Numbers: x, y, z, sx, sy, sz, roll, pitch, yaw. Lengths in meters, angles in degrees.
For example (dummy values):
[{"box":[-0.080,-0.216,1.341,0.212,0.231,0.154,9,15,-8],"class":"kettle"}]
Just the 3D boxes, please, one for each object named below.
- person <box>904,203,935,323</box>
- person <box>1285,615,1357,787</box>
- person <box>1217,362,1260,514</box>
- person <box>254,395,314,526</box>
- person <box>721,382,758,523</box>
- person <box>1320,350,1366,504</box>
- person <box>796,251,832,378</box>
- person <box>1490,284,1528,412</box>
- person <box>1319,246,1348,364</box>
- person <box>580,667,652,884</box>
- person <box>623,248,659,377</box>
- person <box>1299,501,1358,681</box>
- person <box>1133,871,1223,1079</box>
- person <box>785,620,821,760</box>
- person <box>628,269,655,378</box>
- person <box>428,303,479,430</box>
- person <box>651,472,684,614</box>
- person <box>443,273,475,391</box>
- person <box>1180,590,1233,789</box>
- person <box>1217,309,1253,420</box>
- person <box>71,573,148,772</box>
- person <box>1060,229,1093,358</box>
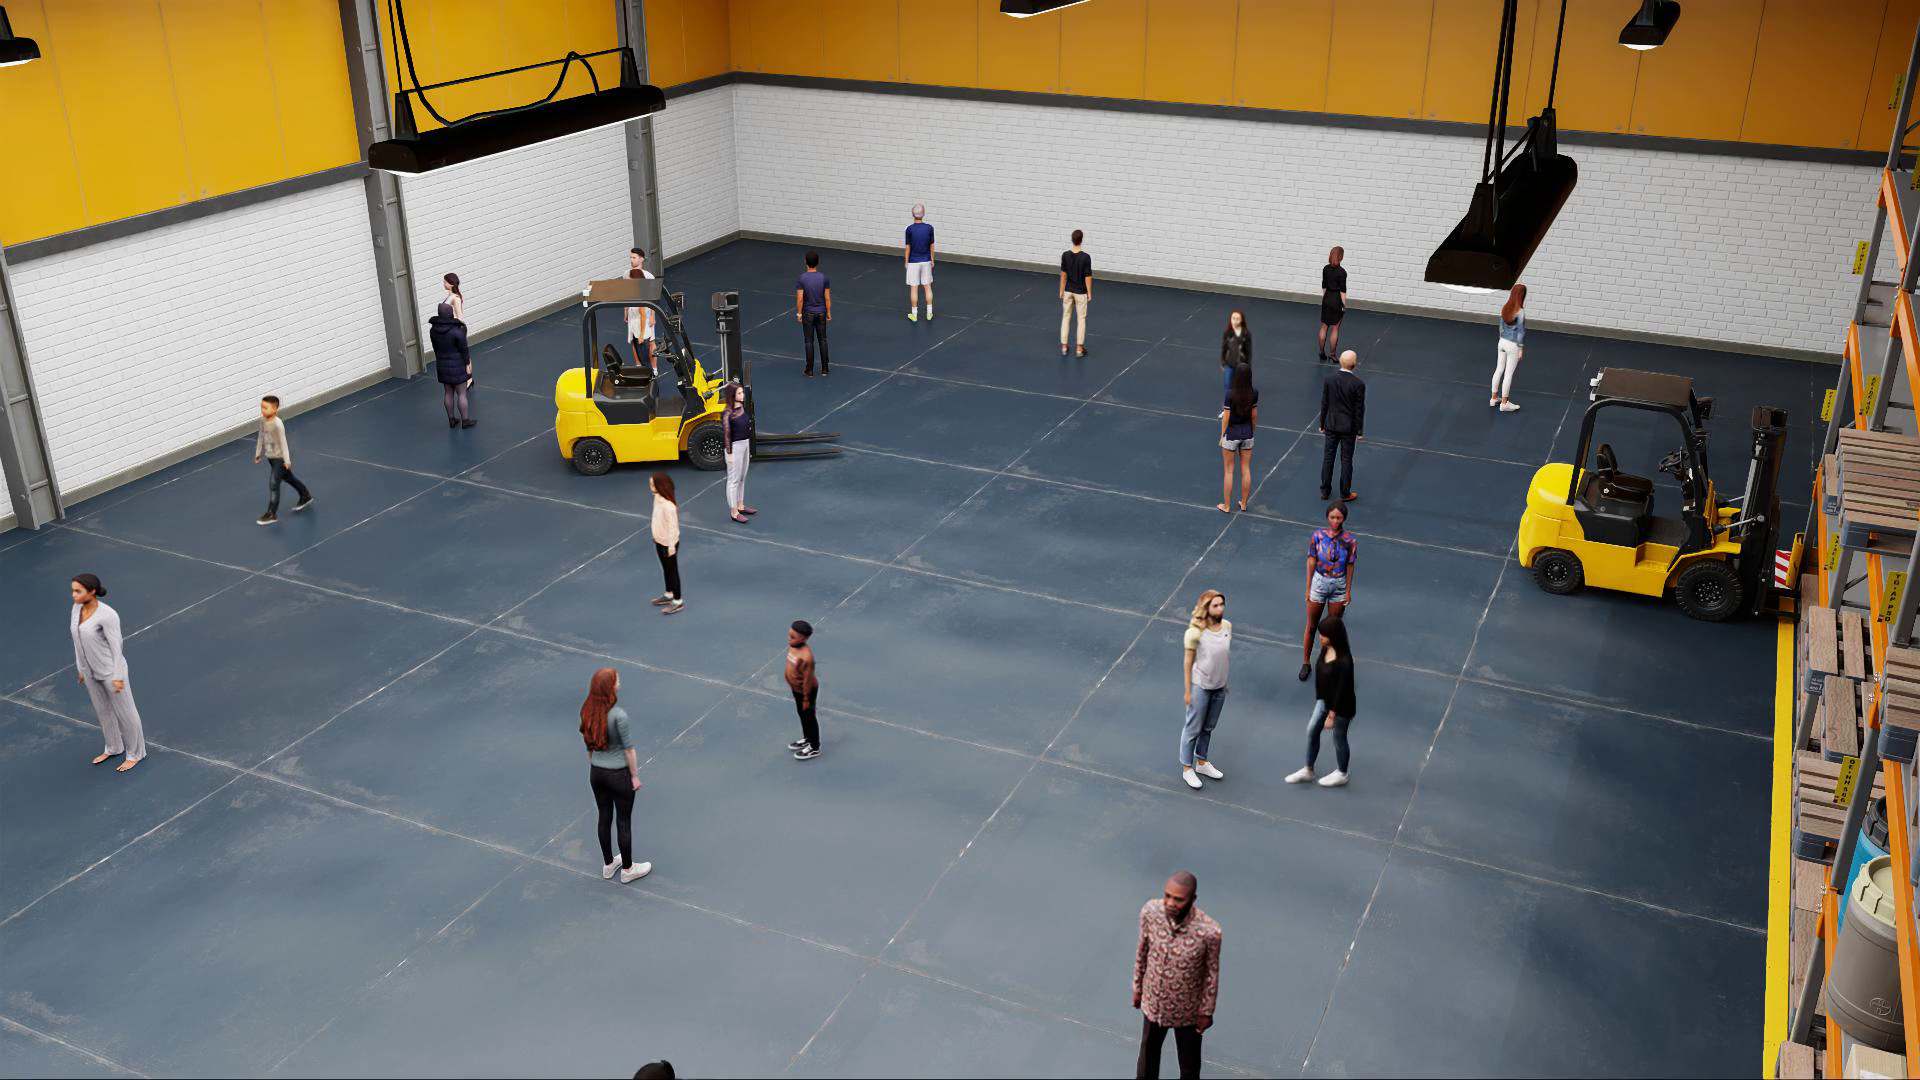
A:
[{"box":[-0.641,-4.369,26.135,0.706,1.836,0.755,-7,25,-16],"class":"person"},{"box":[3.103,1.297,13.451,0.897,1.613,0.837,-6,24,-13],"class":"person"},{"box":[3.160,-1.163,18.887,0.658,1.766,0.696,-5,24,-12],"class":"person"},{"box":[-7.659,-0.952,18.819,0.724,1.435,1.038,18,29,35],"class":"person"},{"box":[-2.489,-1.003,18.721,0.695,1.607,0.512,6,24,14],"class":"person"},{"box":[4.402,-1.319,19.202,0.704,1.800,0.629,15,28,31],"class":"person"},{"box":[-2.061,-3.198,23.511,0.710,1.793,0.754,-7,25,-15],"class":"person"},{"box":[7.341,-2.585,22.223,0.739,1.701,0.676,-8,25,-18],"class":"person"},{"box":[5.408,-3.419,24.124,0.650,1.706,0.656,-16,29,-33],"class":"person"},{"box":[-2.572,1.733,12.292,0.593,1.742,0.534,12,27,26],"class":"person"},{"box":[-4.496,-3.205,23.448,0.669,1.855,0.545,11,26,23],"class":"person"},{"box":[3.364,0.463,15.199,0.643,1.741,0.607,4,24,8],"class":"person"},{"box":[1.283,2.728,9.935,0.677,1.807,0.595,12,27,26],"class":"person"},{"box":[-1.304,1.246,14.019,0.625,1.253,0.584,-12,26,-25],"class":"person"},{"box":[-4.339,-2.818,22.651,0.731,1.785,0.677,-9,25,-20],"class":"person"},{"box":[-6.567,-2.258,21.508,0.705,1.674,0.695,7,25,15],"class":"person"},{"box":[-2.923,0.001,16.578,0.681,1.483,0.651,-13,27,-28],"class":"person"},{"box":[-6.936,-2.879,22.960,0.673,1.649,0.639,-13,27,-27],"class":"person"},{"box":[2.001,1.189,13.561,0.651,1.723,0.770,-16,28,-32],"class":"person"},{"box":[3.666,-2.334,21.970,0.648,1.443,0.969,7,25,16],"class":"person"},{"box":[-7.113,1.066,13.826,0.637,1.736,0.542,9,25,20],"class":"person"},{"box":[1.696,-3.628,24.421,0.637,1.851,0.553,10,25,21],"class":"person"}]
